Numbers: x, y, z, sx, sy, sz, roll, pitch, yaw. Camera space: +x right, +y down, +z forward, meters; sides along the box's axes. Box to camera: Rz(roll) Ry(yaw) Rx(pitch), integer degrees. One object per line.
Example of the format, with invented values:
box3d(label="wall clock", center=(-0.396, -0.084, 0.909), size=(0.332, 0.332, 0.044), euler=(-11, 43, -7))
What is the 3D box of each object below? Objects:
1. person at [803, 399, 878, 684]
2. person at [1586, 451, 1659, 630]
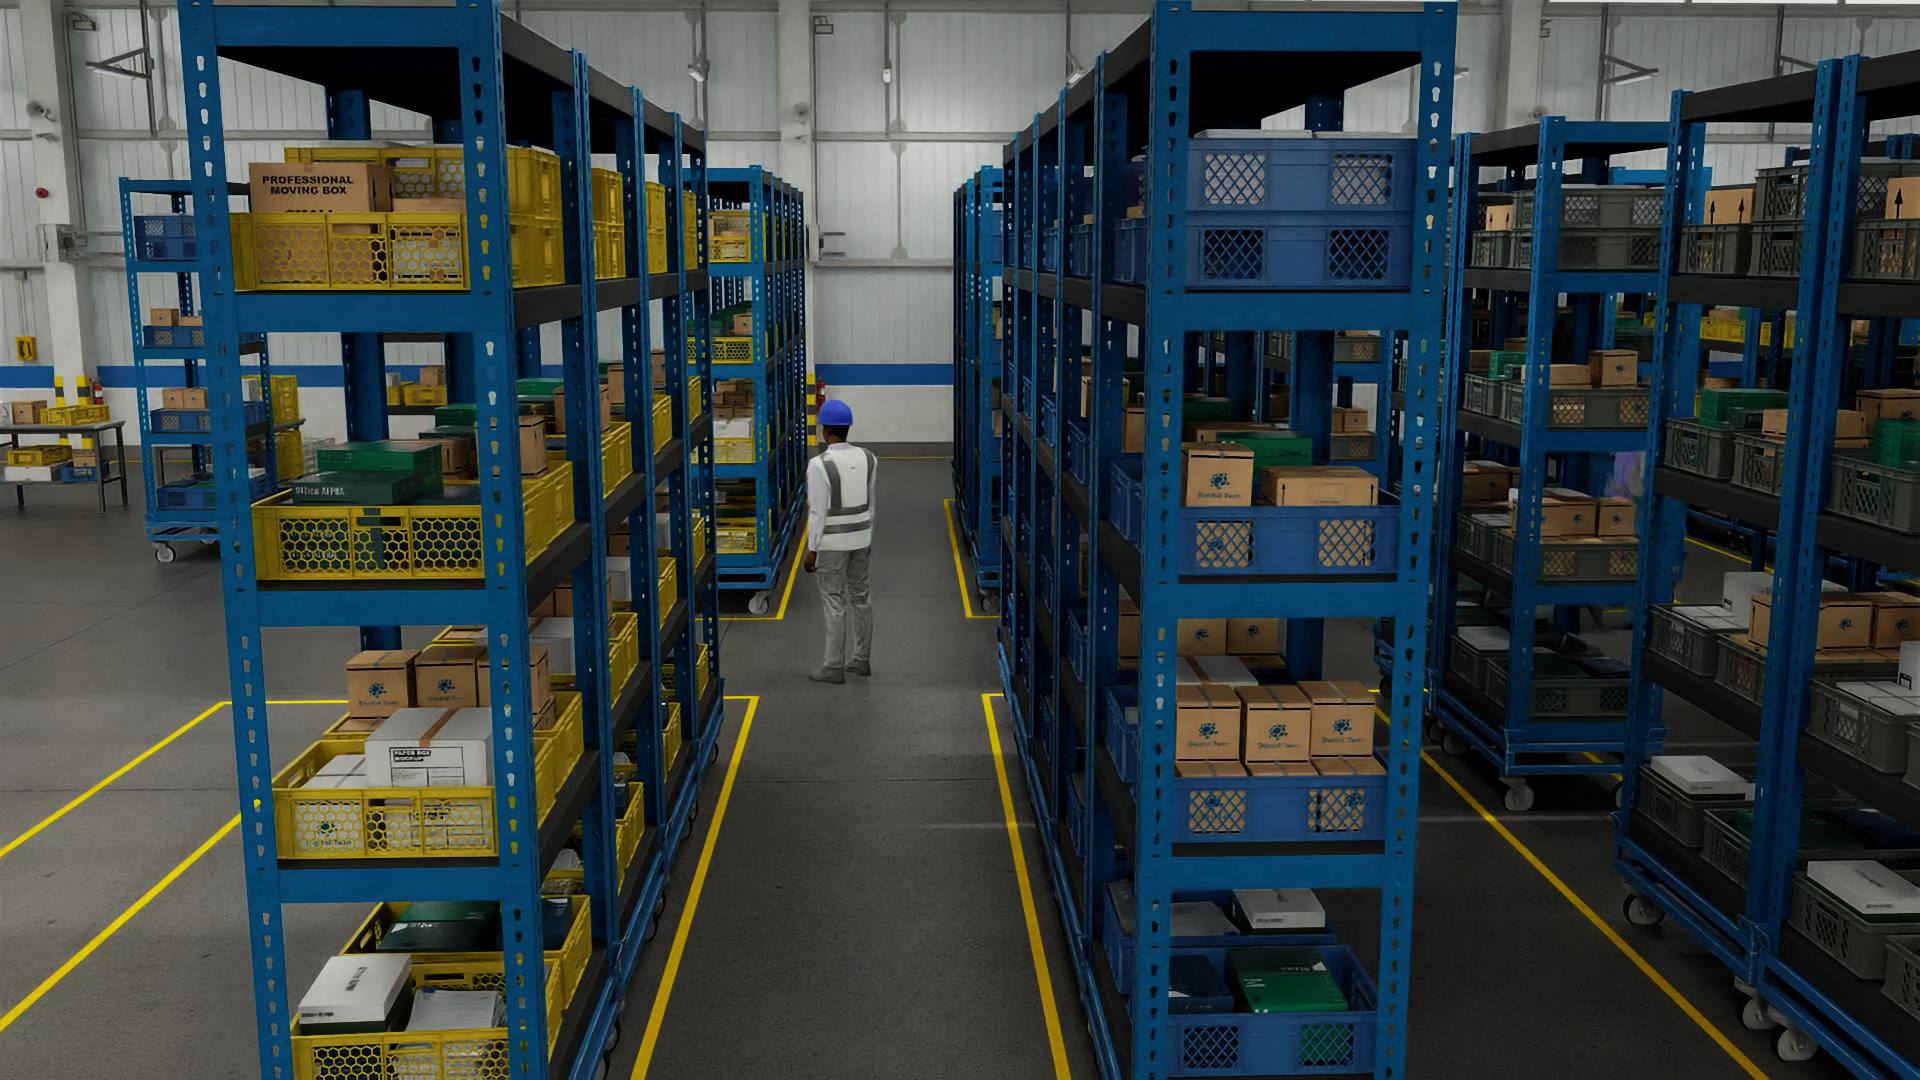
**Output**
box3d(label="person", center=(-0.821, 0.011, 11.377), size=(0.389, 1.949, 0.603), euler=(9, 13, 41))
box3d(label="person", center=(5.180, -0.176, 12.791), size=(0.602, 1.827, 0.594), euler=(1, 10, 7))
